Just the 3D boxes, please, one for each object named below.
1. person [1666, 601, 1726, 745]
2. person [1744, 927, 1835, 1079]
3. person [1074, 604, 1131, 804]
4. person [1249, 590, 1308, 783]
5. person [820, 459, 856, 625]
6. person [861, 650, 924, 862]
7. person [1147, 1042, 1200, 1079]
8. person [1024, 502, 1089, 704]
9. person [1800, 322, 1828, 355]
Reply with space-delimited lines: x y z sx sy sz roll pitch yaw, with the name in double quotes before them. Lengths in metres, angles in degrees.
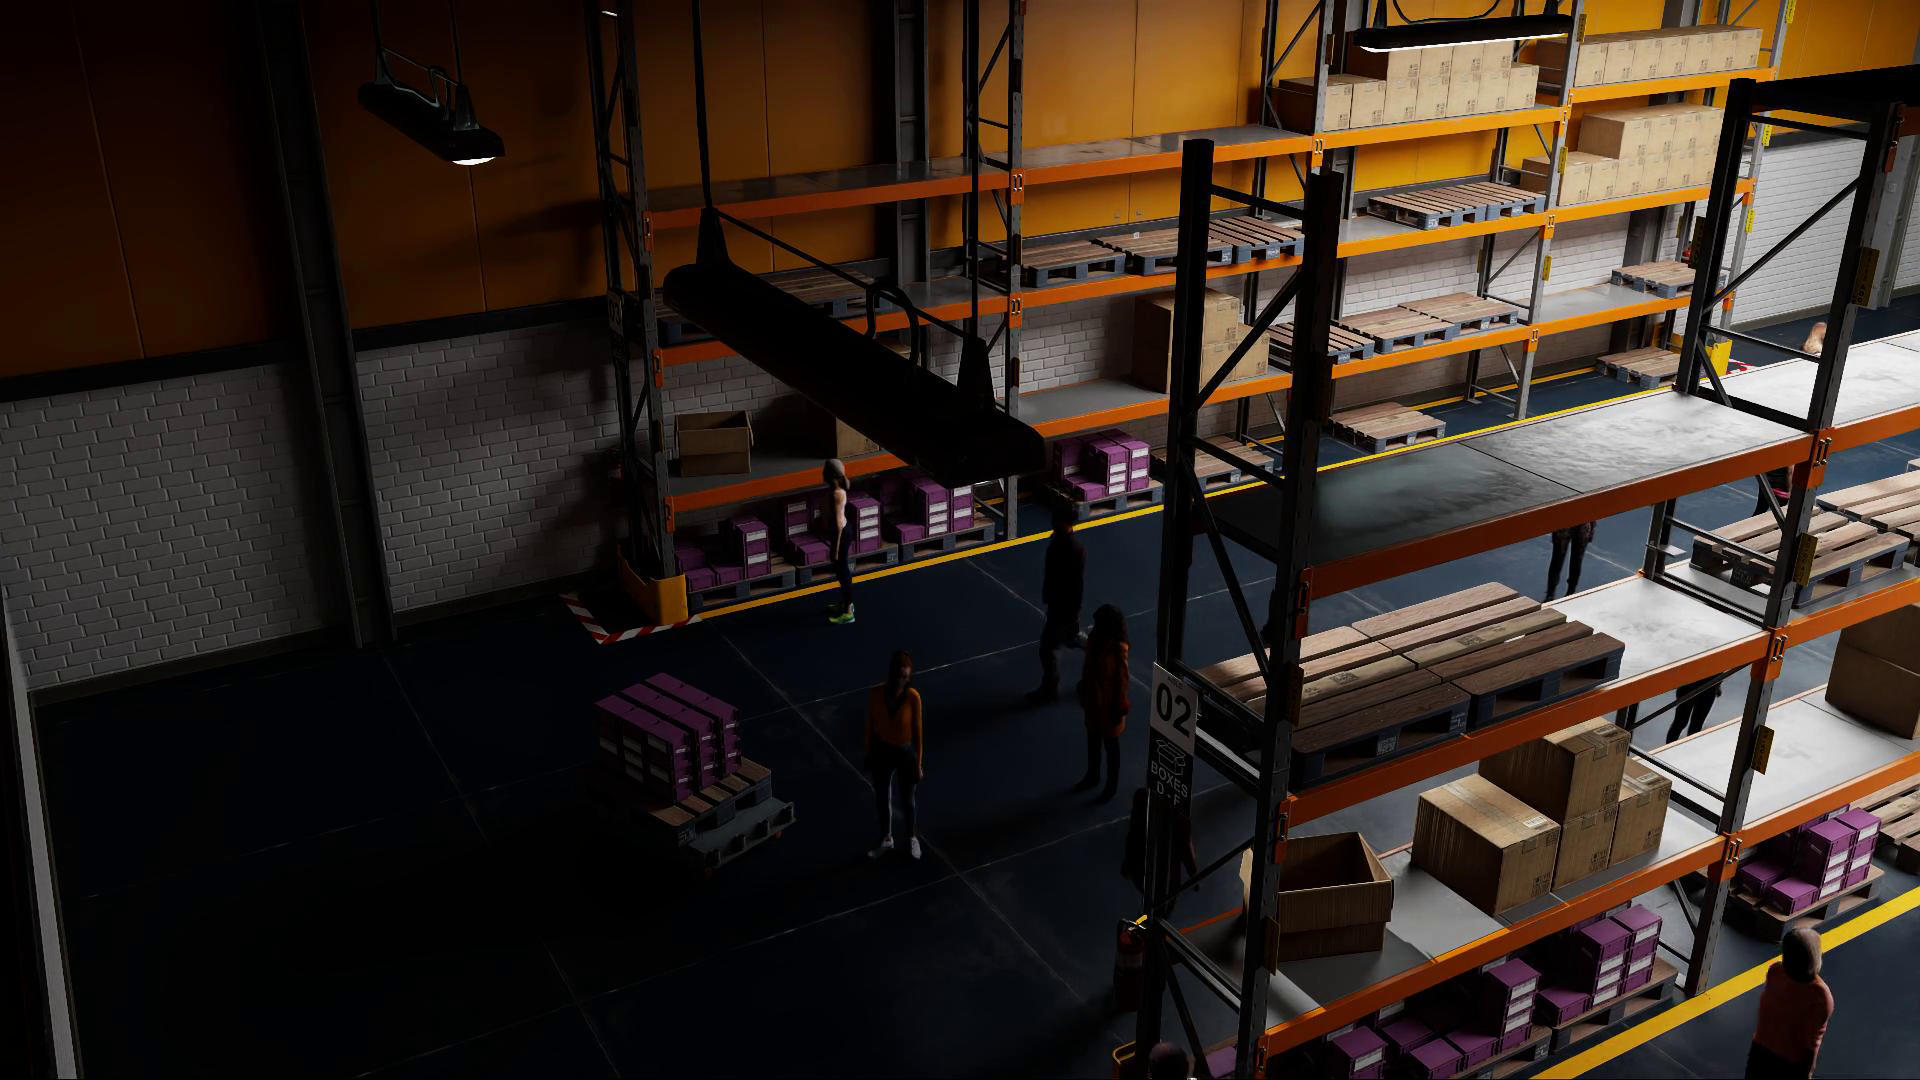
"person" 6.095 1.173 13.730 0.561 1.704 0.673 -6 24 -14
"person" 4.828 2.965 9.625 0.892 1.709 0.645 -10 25 -21
"person" 1.163 1.296 13.419 0.642 1.727 0.718 -18 29 -35
"person" 2.665 1.167 13.625 0.750 1.799 0.735 -7 24 -15
"person" -1.187 -0.001 16.420 0.687 1.701 0.688 -1 24 -2
"person" -0.499 1.645 12.610 0.705 1.736 0.767 9 25 19
"person" 1.176 3.398 8.696 0.972 1.659 0.975 14 27 29
"person" 1.022 0.545 14.908 1.246 1.911 0.956 -4 24 -9
"person" 10.545 -1.884 20.725 0.630 1.702 0.670 -3 24 -7
